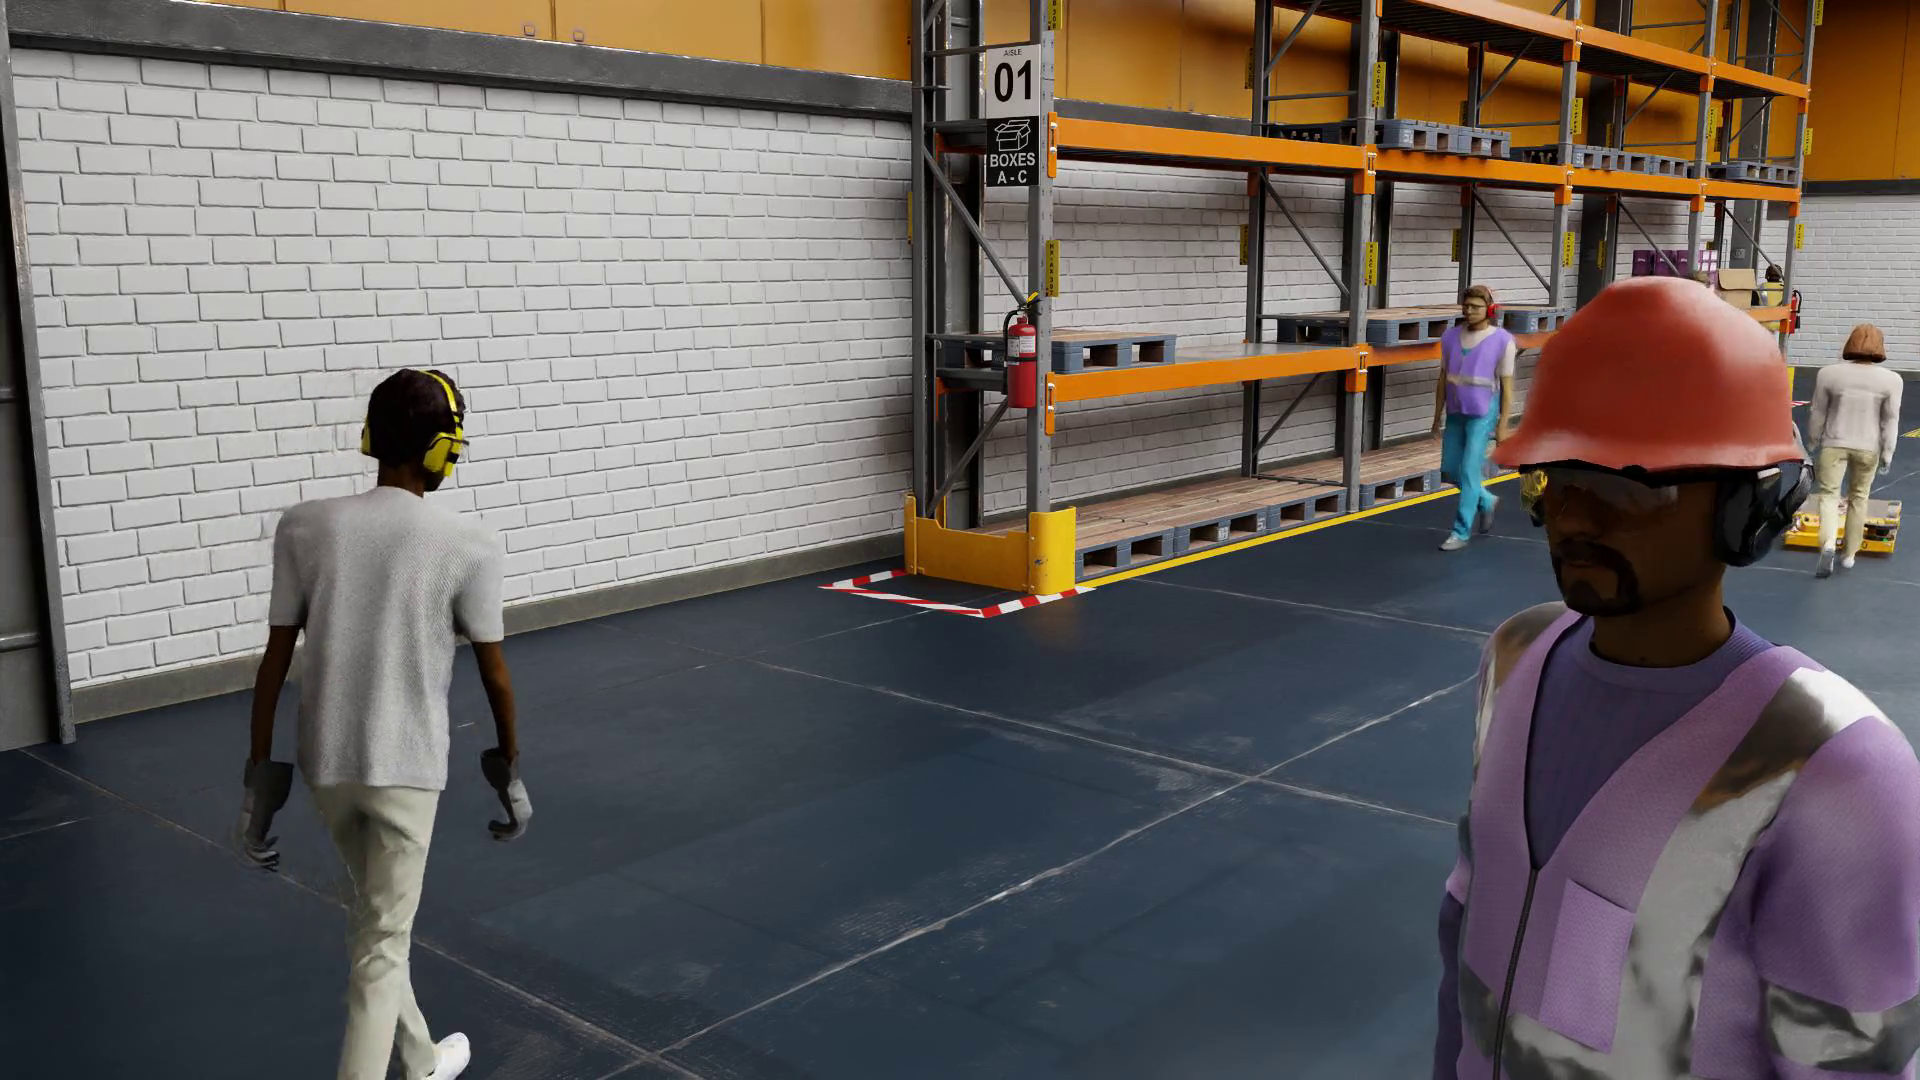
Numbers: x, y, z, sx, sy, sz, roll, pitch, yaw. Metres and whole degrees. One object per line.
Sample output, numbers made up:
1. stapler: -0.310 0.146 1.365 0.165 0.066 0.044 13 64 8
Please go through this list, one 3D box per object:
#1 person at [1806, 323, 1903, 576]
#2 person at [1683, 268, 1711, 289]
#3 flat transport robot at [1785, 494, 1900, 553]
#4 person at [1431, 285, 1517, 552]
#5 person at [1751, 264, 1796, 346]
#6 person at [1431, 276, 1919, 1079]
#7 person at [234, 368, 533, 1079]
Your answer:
1. person: 5.678 -0.575 10.596 0.510 1.606 0.752 5 11 27
2. person: 6.449 -1.463 14.813 0.647 1.908 0.866 7 12 35
3. flat transport robot: 6.331 -0.135 11.886 0.652 0.197 1.431 6 12 30
4. person: 3.569 -0.852 11.523 0.705 1.826 0.583 -7 12 -36
5. person: 11.679 -3.048 24.004 0.626 1.844 0.429 1 10 3
6. person: 0.688 0.748 1.810 0.371 2.044 0.615 -3 10 -18
7. person: -1.272 0.531 3.732 0.517 1.798 0.901 1 10 5
